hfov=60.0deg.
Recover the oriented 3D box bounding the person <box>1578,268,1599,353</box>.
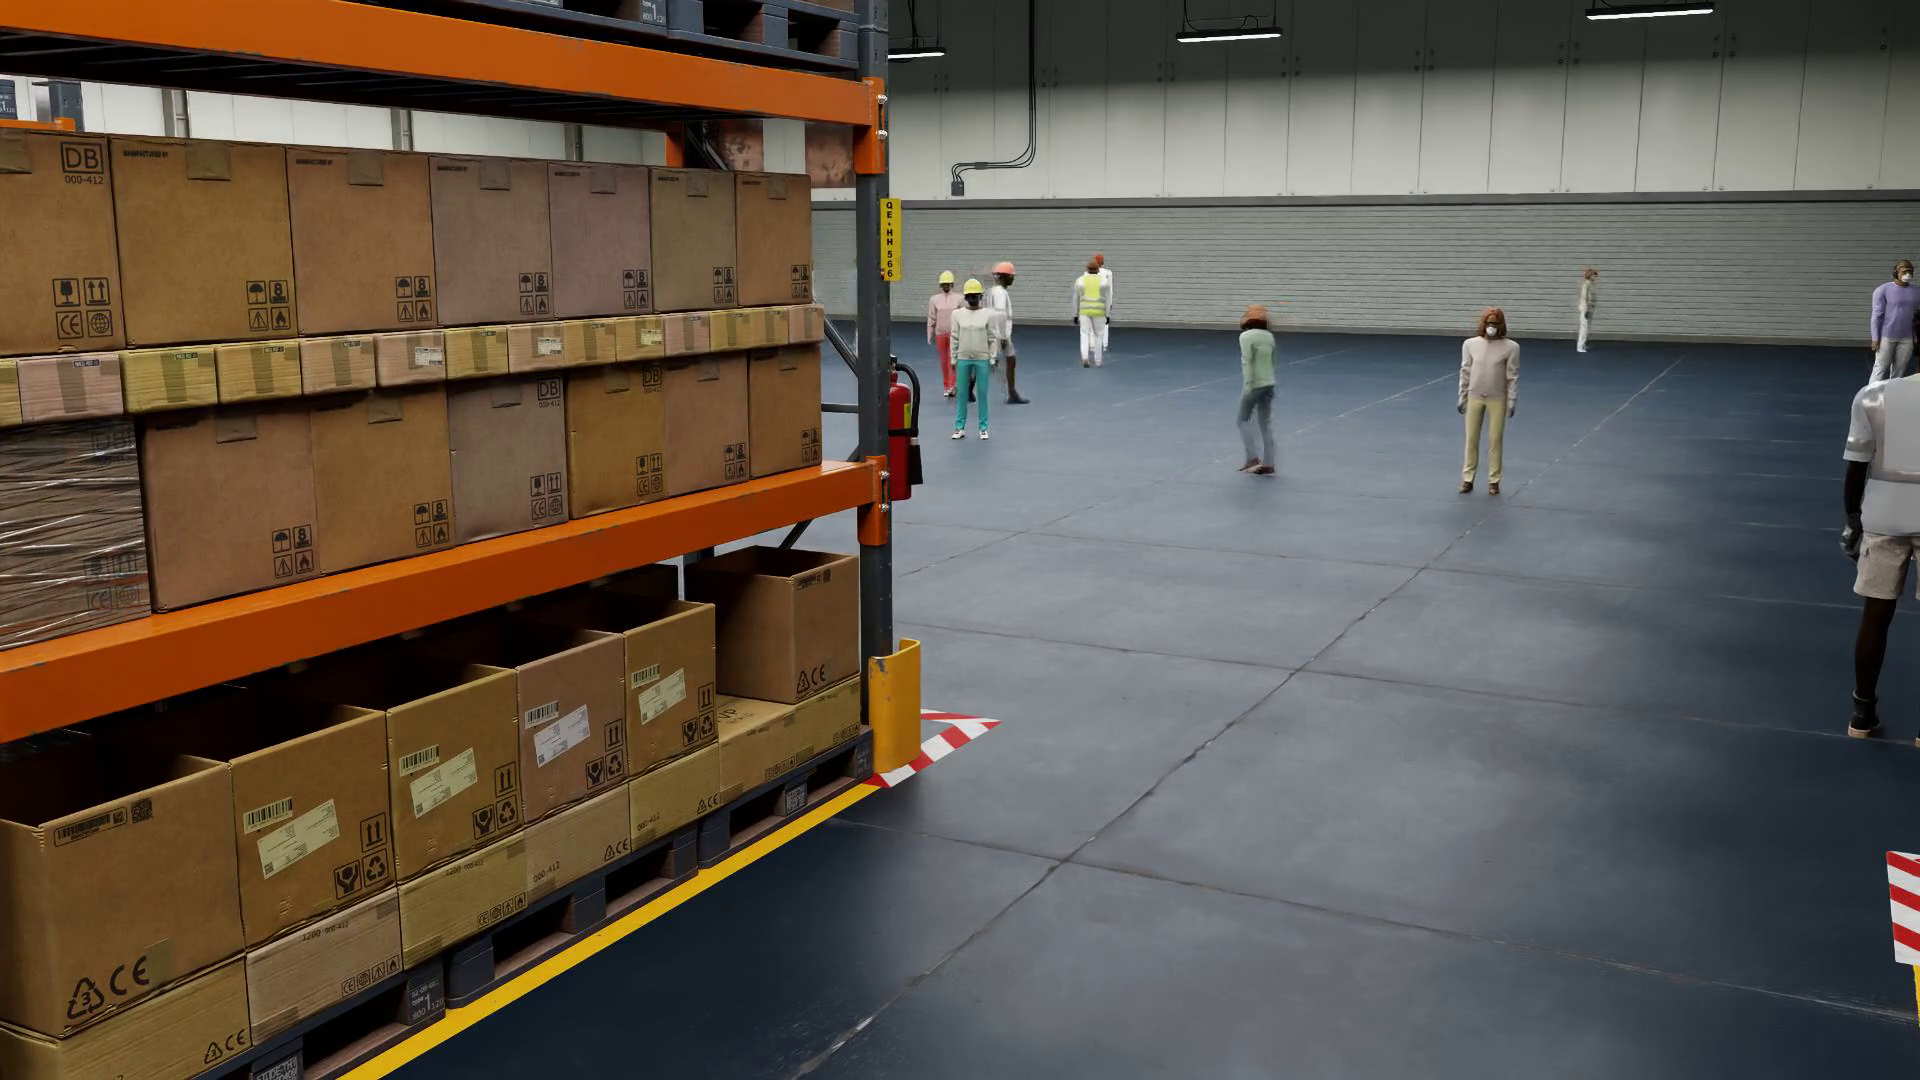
[{"bbox_3d":[12.051,-4.398,31.901,0.398,1.609,0.642,9,14,40],"label":"person"}]

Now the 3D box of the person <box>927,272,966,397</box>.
[{"bbox_3d":[-0.193,-2.826,22.968,0.550,1.726,0.857,2,11,11],"label":"person"}]

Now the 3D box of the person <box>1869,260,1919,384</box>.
[{"bbox_3d":[11.583,-2.489,20.591,0.627,1.941,0.370,-1,10,-3],"label":"person"}]

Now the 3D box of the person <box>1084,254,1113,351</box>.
[{"bbox_3d":[2.676,-4.604,32.282,0.573,1.883,0.357,0,10,-2],"label":"person"}]

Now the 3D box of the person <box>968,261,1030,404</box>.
[{"bbox_3d":[0.452,-2.750,22.133,0.905,1.904,0.563,1,10,5],"label":"person"}]

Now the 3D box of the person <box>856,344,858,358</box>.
[{"bbox_3d":[-1.520,-4.119,29.566,0.843,1.909,0.630,-3,11,-15],"label":"person"}]

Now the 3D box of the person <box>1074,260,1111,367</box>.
[{"bbox_3d":[2.265,-3.860,28.385,0.636,1.835,0.605,2,11,10],"label":"person"}]

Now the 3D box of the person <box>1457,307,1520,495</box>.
[{"bbox_3d":[4.581,-1.203,14.439,0.500,1.626,0.307,6,12,29],"label":"person"}]

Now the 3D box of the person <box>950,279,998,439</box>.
[{"bbox_3d":[0.149,-1.983,18.305,0.526,1.769,0.330,2,11,10],"label":"person"}]

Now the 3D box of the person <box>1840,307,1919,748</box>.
[{"bbox_3d":[4.212,-0.067,7.314,0.612,1.962,0.361,9,14,42],"label":"person"}]

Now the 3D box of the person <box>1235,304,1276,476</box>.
[{"bbox_3d":[2.798,-1.403,15.617,0.529,1.589,0.502,-8,13,-38],"label":"person"}]
